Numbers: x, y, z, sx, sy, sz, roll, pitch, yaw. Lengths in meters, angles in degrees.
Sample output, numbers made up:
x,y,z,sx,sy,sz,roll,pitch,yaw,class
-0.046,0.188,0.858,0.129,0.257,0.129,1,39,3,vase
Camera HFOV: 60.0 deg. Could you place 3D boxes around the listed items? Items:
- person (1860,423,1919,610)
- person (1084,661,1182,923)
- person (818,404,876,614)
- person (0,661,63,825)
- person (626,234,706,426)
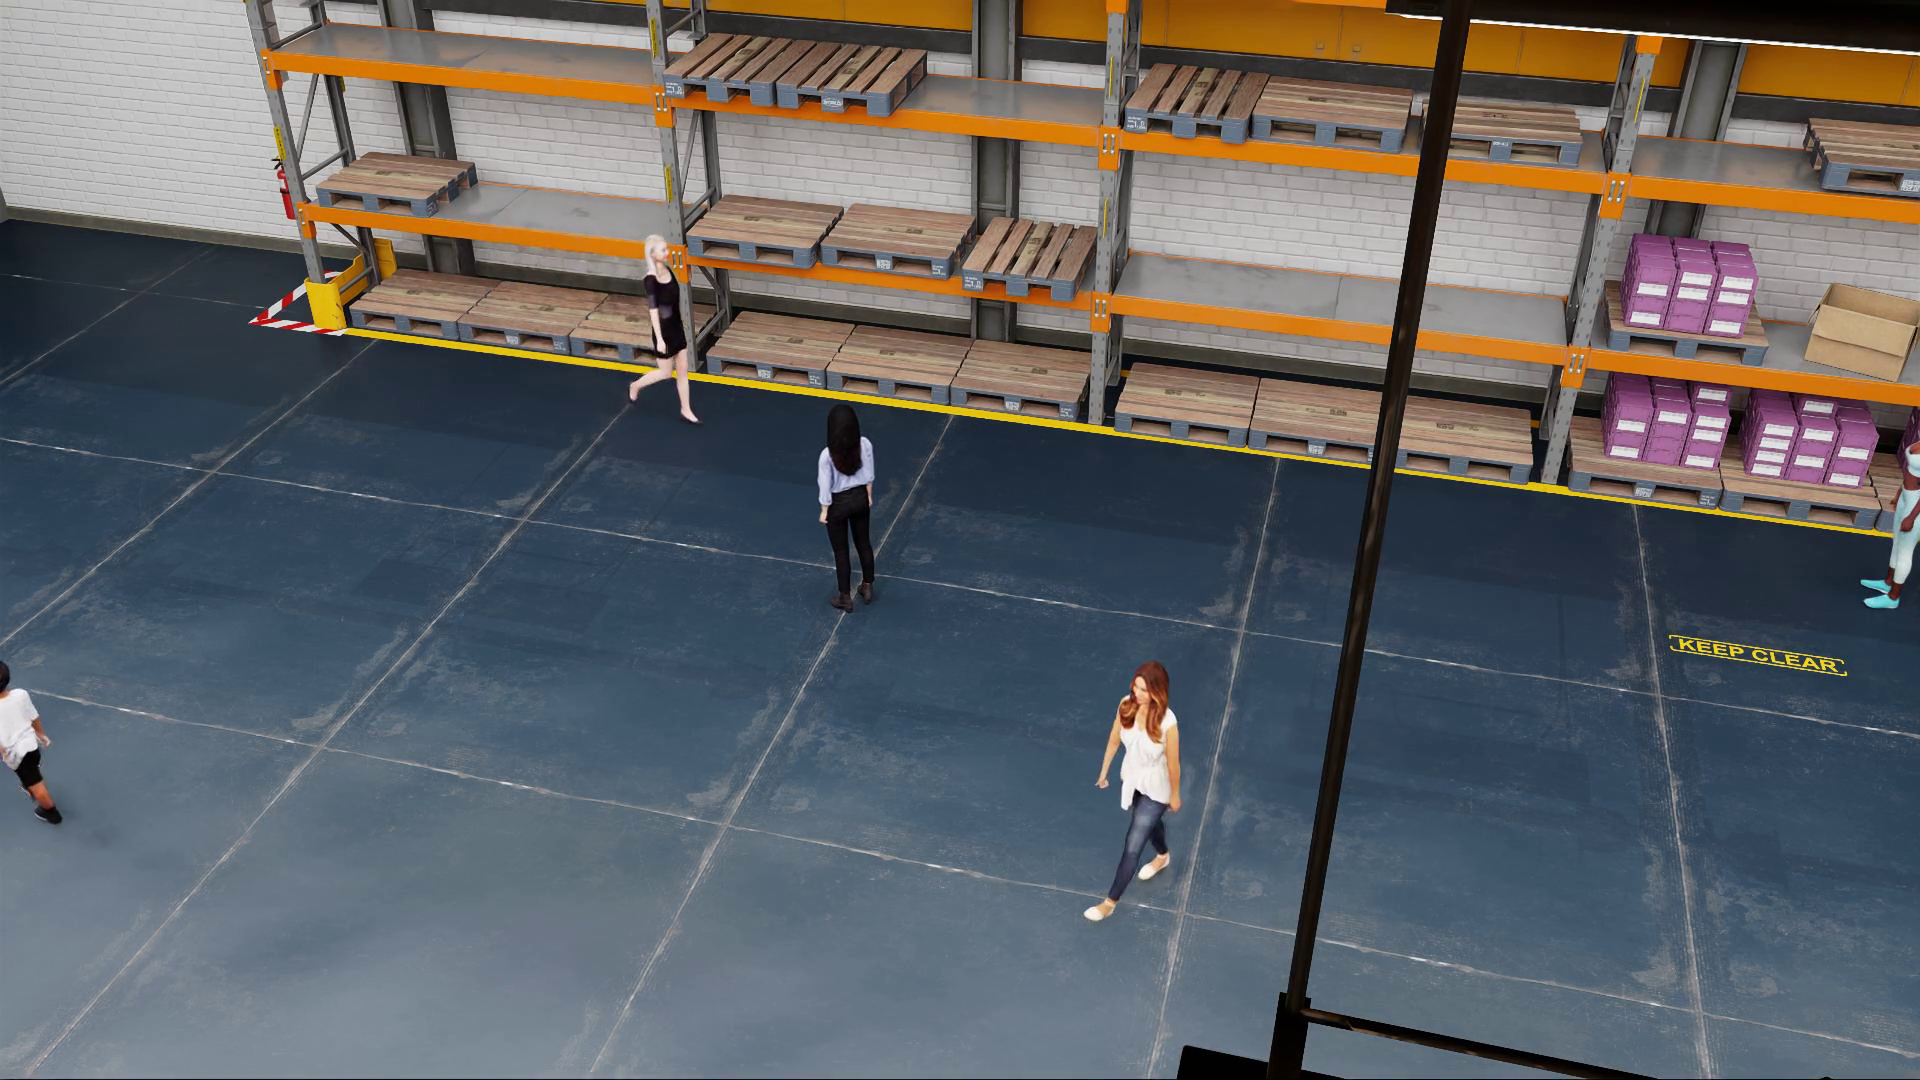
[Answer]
x,y,z,sx,sy,sz,roll,pitch,yaw,class
7.165,-0.257,12.502,0.515,1.724,0.563,9,35,13,person
1.171,1.426,9.951,1.060,1.744,1.096,-26,41,-33,person
-0.842,-0.240,12.460,0.731,1.743,0.767,-22,39,-29,person
-5.956,1.307,10.584,0.743,1.242,0.565,15,36,21,person
-2.692,-1.844,14.811,0.980,1.812,0.626,10,35,15,person
